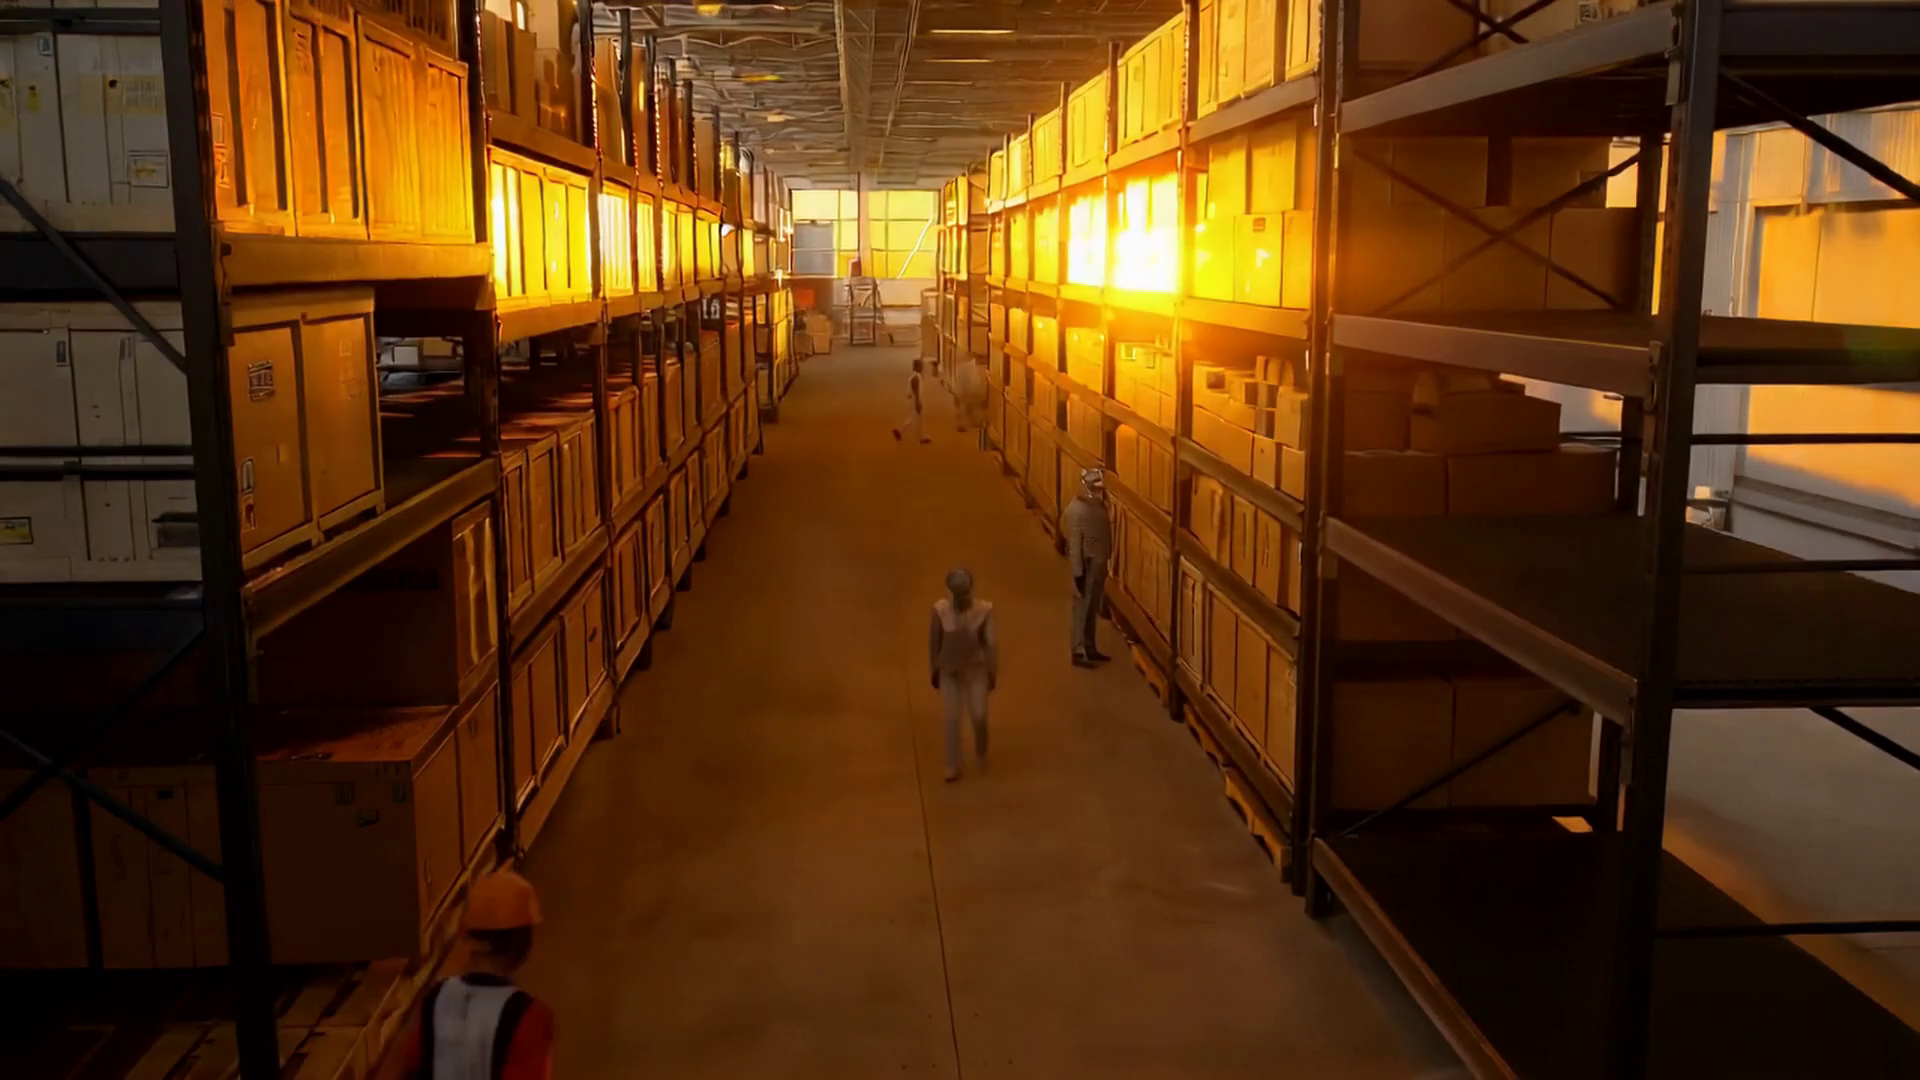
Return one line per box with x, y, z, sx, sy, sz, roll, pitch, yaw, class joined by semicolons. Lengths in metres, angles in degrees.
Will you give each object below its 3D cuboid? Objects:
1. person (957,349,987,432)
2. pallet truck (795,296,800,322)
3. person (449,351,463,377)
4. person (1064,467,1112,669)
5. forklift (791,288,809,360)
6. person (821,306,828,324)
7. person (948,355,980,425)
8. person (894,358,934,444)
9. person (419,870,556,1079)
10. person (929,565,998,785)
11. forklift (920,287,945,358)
0.318;-3.385;37.705;0.938;1.860;0.656;-6;11;-34;person
-8.622;-12.439;91.403;1.885;1.965;0.823;2;10;13;pallet truck
-10.203;-2.880;34.266;0.830;2.018;0.619;0;10;-1;person
1.248;0.255;15.849;0.410;1.909;0.643;5;11;26;person
-6.838;-8.384;64.549;1.129;2.768;1.873;-9;13;-44;forklift
-6.621;-10.569;81.185;0.333;1.686;0.532;-3;10;-20;person
0.160;-3.533;39.189;0.883;1.642;0.546;-1;10;-4;person
-0.965;-2.919;35.054;0.768;1.827;0.575;1;10;5;person
-1.513;2.030;5.382;0.541;1.850;1.090;4;10;20;person
0.033;0.976;12.381;0.527;1.622;0.510;2;10;12;person
-1.018;-8.681;66.324;1.129;2.768;1.873;-1;10;-3;forklift
